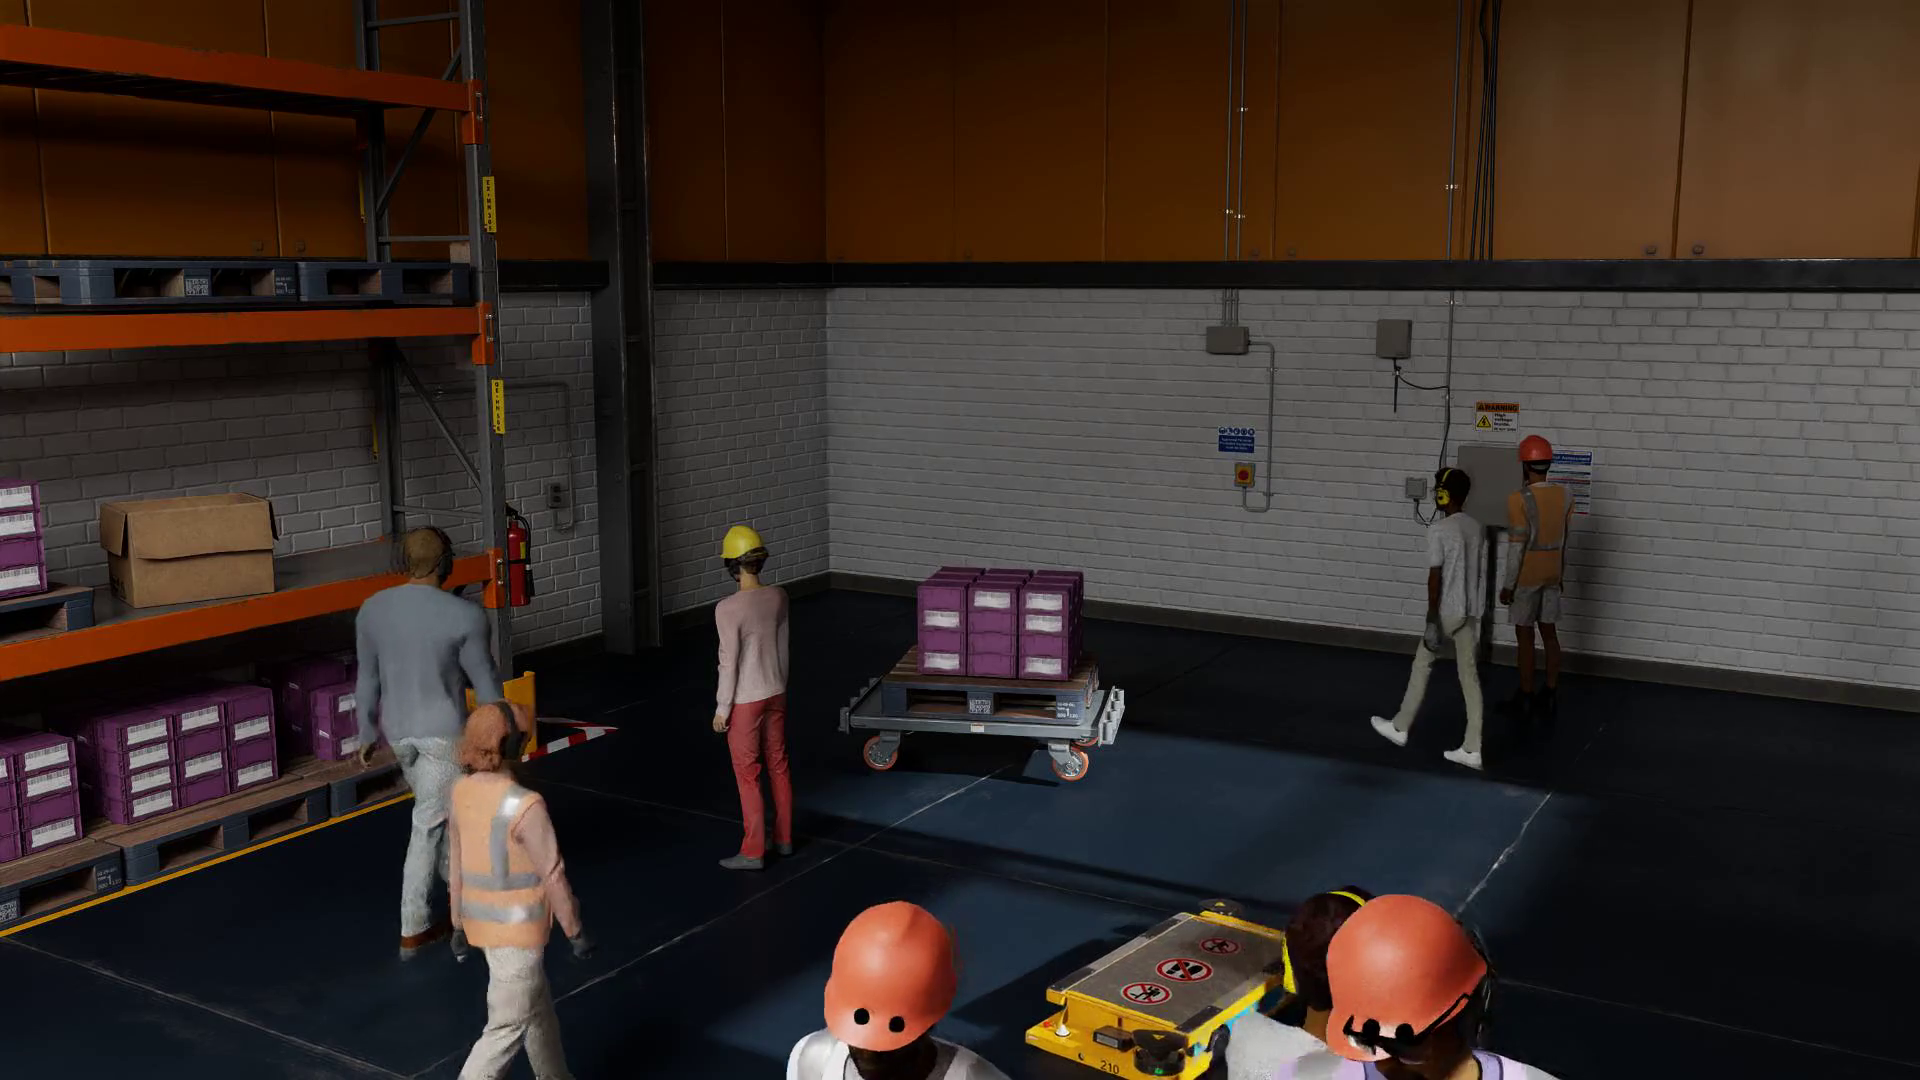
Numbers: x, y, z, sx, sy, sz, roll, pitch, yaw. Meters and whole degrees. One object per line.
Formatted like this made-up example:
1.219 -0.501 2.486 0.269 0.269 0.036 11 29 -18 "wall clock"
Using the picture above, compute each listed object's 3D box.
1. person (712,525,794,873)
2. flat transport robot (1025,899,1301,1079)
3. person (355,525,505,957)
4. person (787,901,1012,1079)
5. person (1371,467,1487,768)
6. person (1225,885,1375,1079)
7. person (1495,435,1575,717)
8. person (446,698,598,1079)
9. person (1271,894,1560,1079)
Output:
-1.073 0.802 8.475 0.329 1.765 0.533 6 11 33 "person"
0.949 1.816 6.792 0.652 0.197 1.431 7 12 38 "flat transport robot"
-2.345 0.868 7.632 0.660 1.899 0.932 3 10 17 "person"
-0.122 1.580 3.216 0.552 1.878 0.967 4 10 22 "person"
2.988 0.455 10.420 0.558 1.828 0.915 -5 10 -28 "person"
0.783 1.587 3.380 0.770 1.834 0.487 -6 11 -31 "person"
3.924 0.246 11.414 0.547 1.934 0.376 -4 10 -26 "person"
-1.550 1.333 5.667 0.519 1.598 0.812 9 12 43 "person"
0.854 1.584 2.975 0.648 1.956 1.053 1 9 6 "person"
